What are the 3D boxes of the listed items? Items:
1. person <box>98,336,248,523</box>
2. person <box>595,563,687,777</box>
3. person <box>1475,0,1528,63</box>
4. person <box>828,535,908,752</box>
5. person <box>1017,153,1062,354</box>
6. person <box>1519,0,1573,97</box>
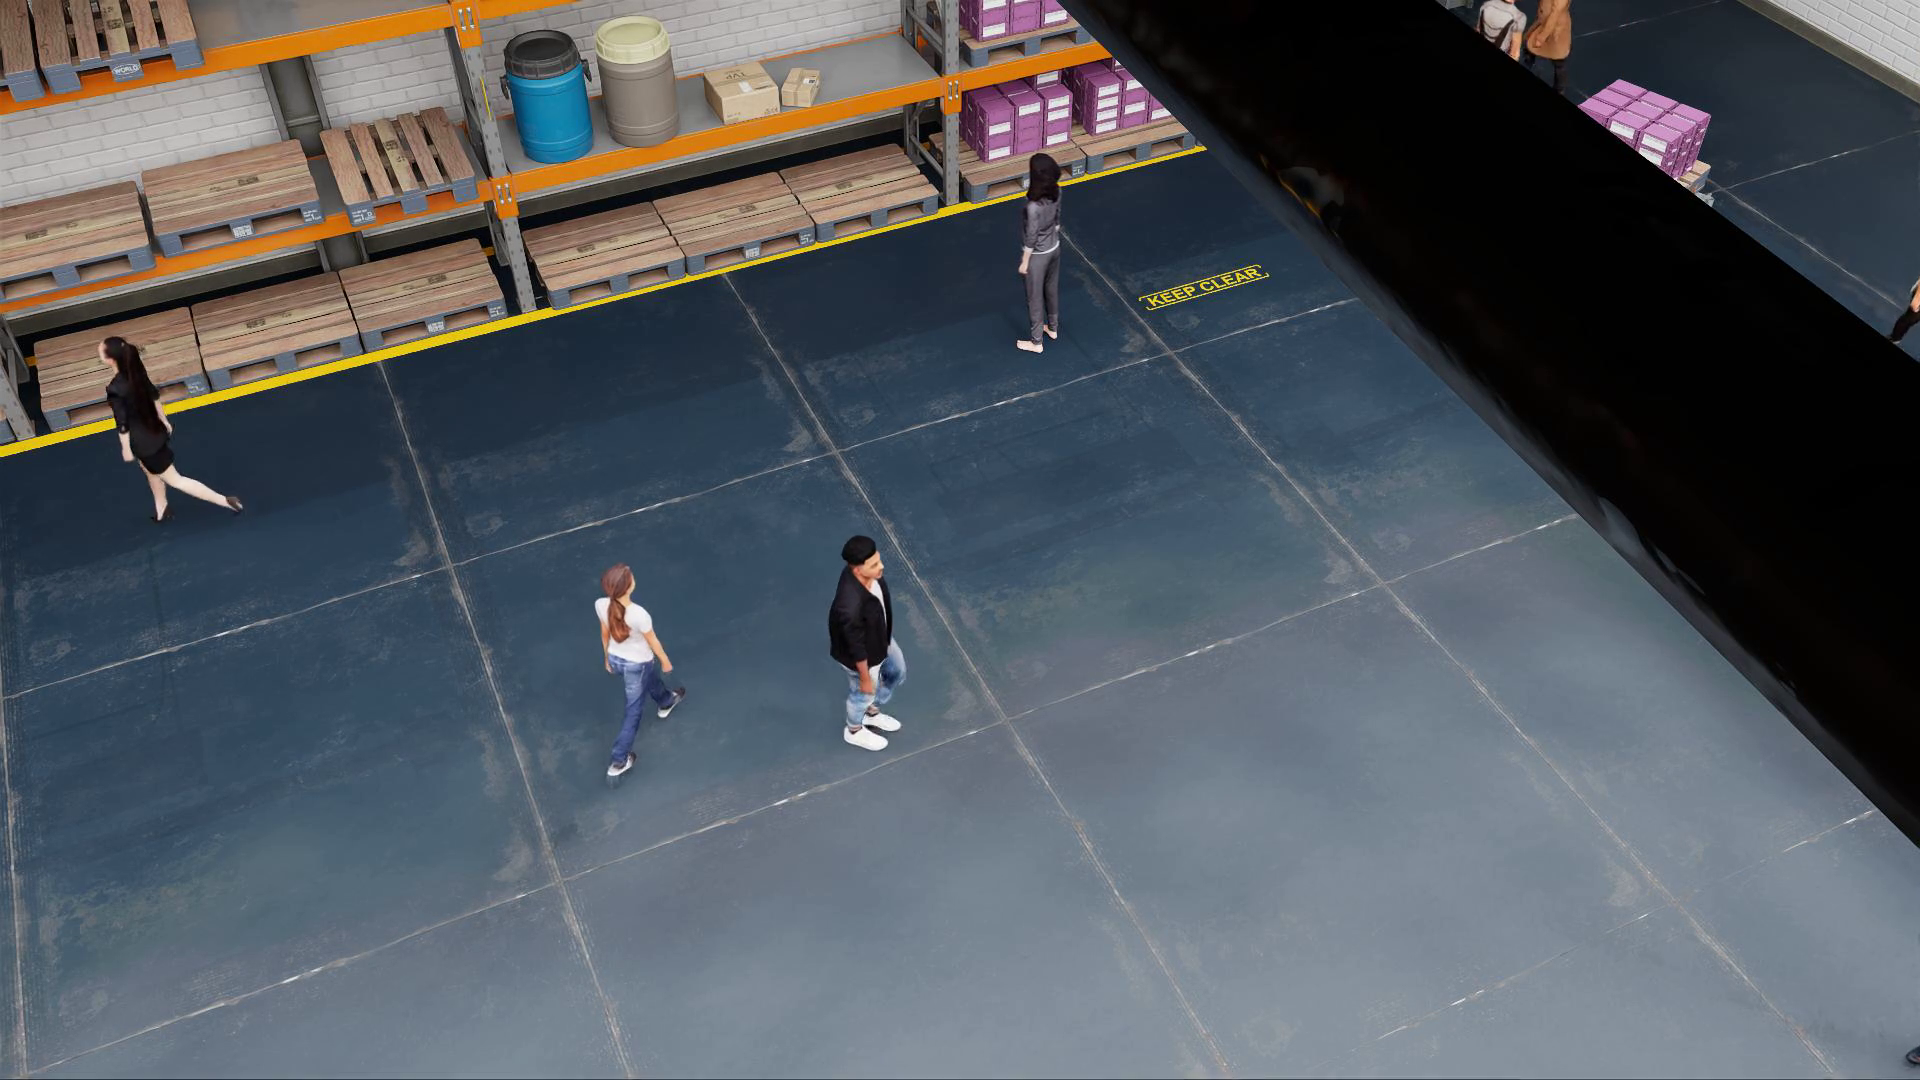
[{"bbox_3d":[-5.630,-0.702,11.731,1.091,1.670,0.854,-1,44,-1],"label":"person"},{"bbox_3d":[-2.051,0.806,10.255,0.959,1.522,1.127,20,47,20],"label":"person"},{"bbox_3d":[4.849,-4.308,15.388,0.962,1.847,1.279,34,53,30],"label":"person"},{"bbox_3d":[-0.672,0.628,10.245,0.871,1.794,0.827,10,45,10],"label":"person"},{"bbox_3d":[0.649,-2.300,13.340,0.734,1.764,0.607,28,50,26],"label":"person"},{"bbox_3d":[5.885,-5.040,16.272,1.111,1.687,0.863,-9,44,-9],"label":"person"}]
